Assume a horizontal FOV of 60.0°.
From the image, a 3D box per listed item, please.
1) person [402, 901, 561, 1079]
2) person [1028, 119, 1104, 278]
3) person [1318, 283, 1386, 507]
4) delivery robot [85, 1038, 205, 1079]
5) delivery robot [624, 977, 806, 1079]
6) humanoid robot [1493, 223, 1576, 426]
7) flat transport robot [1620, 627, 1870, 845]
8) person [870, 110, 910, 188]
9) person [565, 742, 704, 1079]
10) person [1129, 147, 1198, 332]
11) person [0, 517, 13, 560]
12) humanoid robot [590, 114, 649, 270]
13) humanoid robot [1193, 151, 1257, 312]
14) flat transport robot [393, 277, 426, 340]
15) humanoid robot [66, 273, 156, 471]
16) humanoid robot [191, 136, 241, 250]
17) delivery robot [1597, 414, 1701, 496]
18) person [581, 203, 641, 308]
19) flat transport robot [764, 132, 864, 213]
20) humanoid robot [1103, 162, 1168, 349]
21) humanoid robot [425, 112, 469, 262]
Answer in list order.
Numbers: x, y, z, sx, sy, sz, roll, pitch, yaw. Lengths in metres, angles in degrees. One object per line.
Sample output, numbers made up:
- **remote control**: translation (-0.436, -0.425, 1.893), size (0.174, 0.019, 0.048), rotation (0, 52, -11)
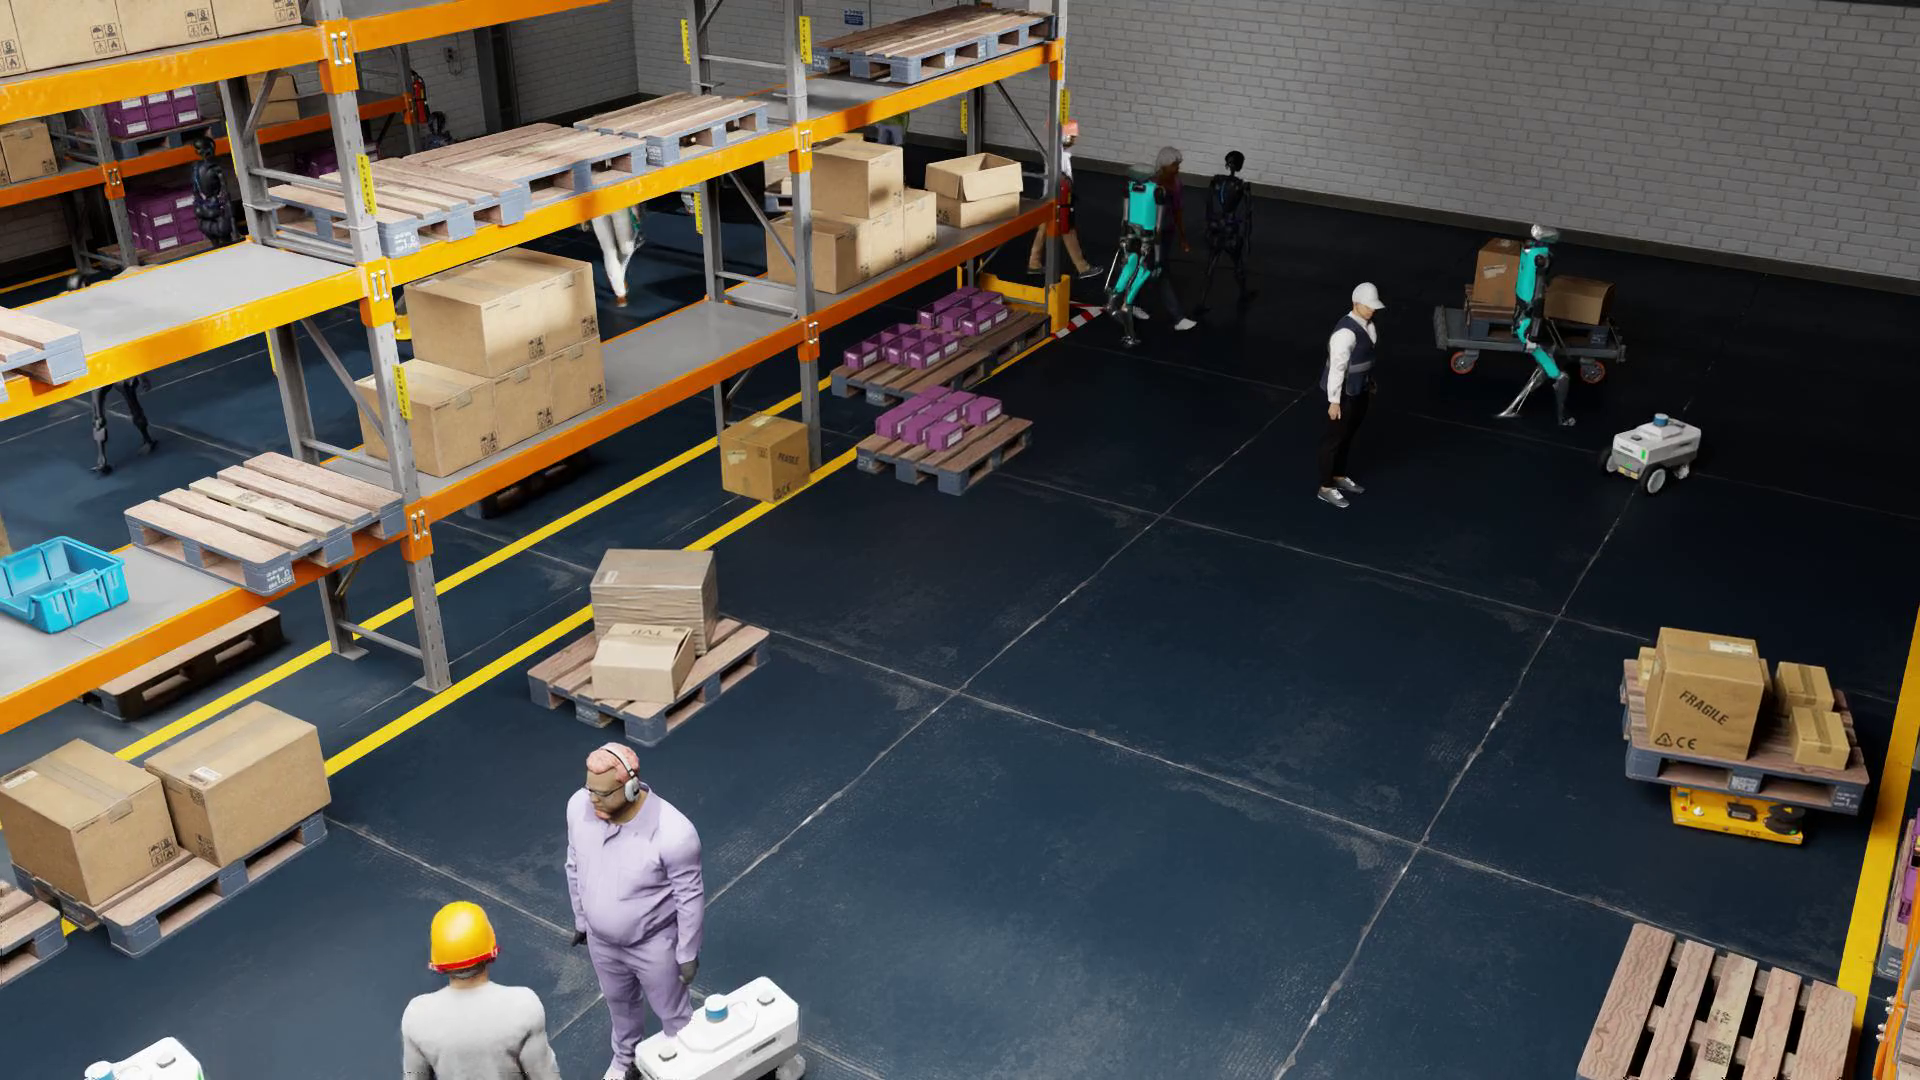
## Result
- **person**: translation (-1.773, 2.127, 6.271), size (0.594, 1.852, 0.897), rotation (-4, 27, -8)
- **person**: translation (1.133, -3.648, 17.804), size (0.844, 1.698, 0.553), rotation (-1, 27, -3)
- **person**: translation (3.007, -1.142, 12.804), size (0.447, 1.755, 0.763), rotation (19, 32, 32)
- **delivery robot**: translation (-3.579, 2.458, 7.019), size (0.499, 0.577, 0.769), rotation (21, 34, 36)
- **delivery robot**: translation (-1.067, 2.277, 7.383), size (0.774, 0.583, 0.499), rotation (-22, 34, -36)
- **humanoid robot**: translation (5.069, -1.775, 14.171), size (0.780, 1.870, 0.540), rotation (0, 27, 0)
- **flat transport robot**: translation (4.488, 1.253, 9.730), size (0.659, 0.231, 1.431), rotation (8, 28, 15)
- **person**: translation (-0.921, -5.236, 21.030), size (0.625, 1.610, 0.282), rotation (10, 29, 19)
- **person**: translation (-1.393, 1.682, 7.077), size (0.645, 1.906, 0.404), rotation (12, 29, 23)
- **person**: translation (2.010, -2.963, 16.345), size (0.976, 1.790, 0.519), rotation (23, 35, 38)
- **person**: translation (-6.104, 0.253, 10.116), size (0.588, 1.692, 0.902), rotation (-4, 27, -8)
- **humanoid robot**: translation (-3.608, -3.847, 18.223), size (0.531, 1.761, 1.017), rotation (13, 30, 24)
- **humanoid robot**: translation (2.717, -3.145, 16.879), size (0.748, 1.630, 0.601), rotation (-24, 35, -39)
- **flat transport robot**: translation (-5.324, -2.340, 16.808), size (0.659, 0.231, 1.431), rotation (-2, 27, -4)
- **humanoid robot**: translation (-6.853, -1.359, 13.363), size (0.608, 1.625, 0.770), rotation (-2, 27, -5)
- **humanoid robot**: translation (-7.750, -3.323, 17.184), size (0.609, 1.642, 0.463), rotation (16, 31, 28)
- **delivery robot**: translation (5.533, -0.718, 13.290), size (0.753, 0.587, 0.518), rotation (-14, 30, -26)
- **person**: translation (-3.587, -3.342, 16.964), size (0.654, 1.916, 0.521), rotation (-11, 29, -20)
- **flat transport robot**: translation (-1.700, -3.956, 19.994), size (0.659, 0.231, 1.431), rotation (0, 27, 0)
- **humanoid robot**: translation (1.583, -2.625, 15.763), size (0.666, 1.807, 0.561), rotation (-23, 35, -38)
- **humanoid robot**: translation (-5.604, -3.889, 18.300), size (0.609, 1.651, 0.344), rotation (15, 30, 27)
